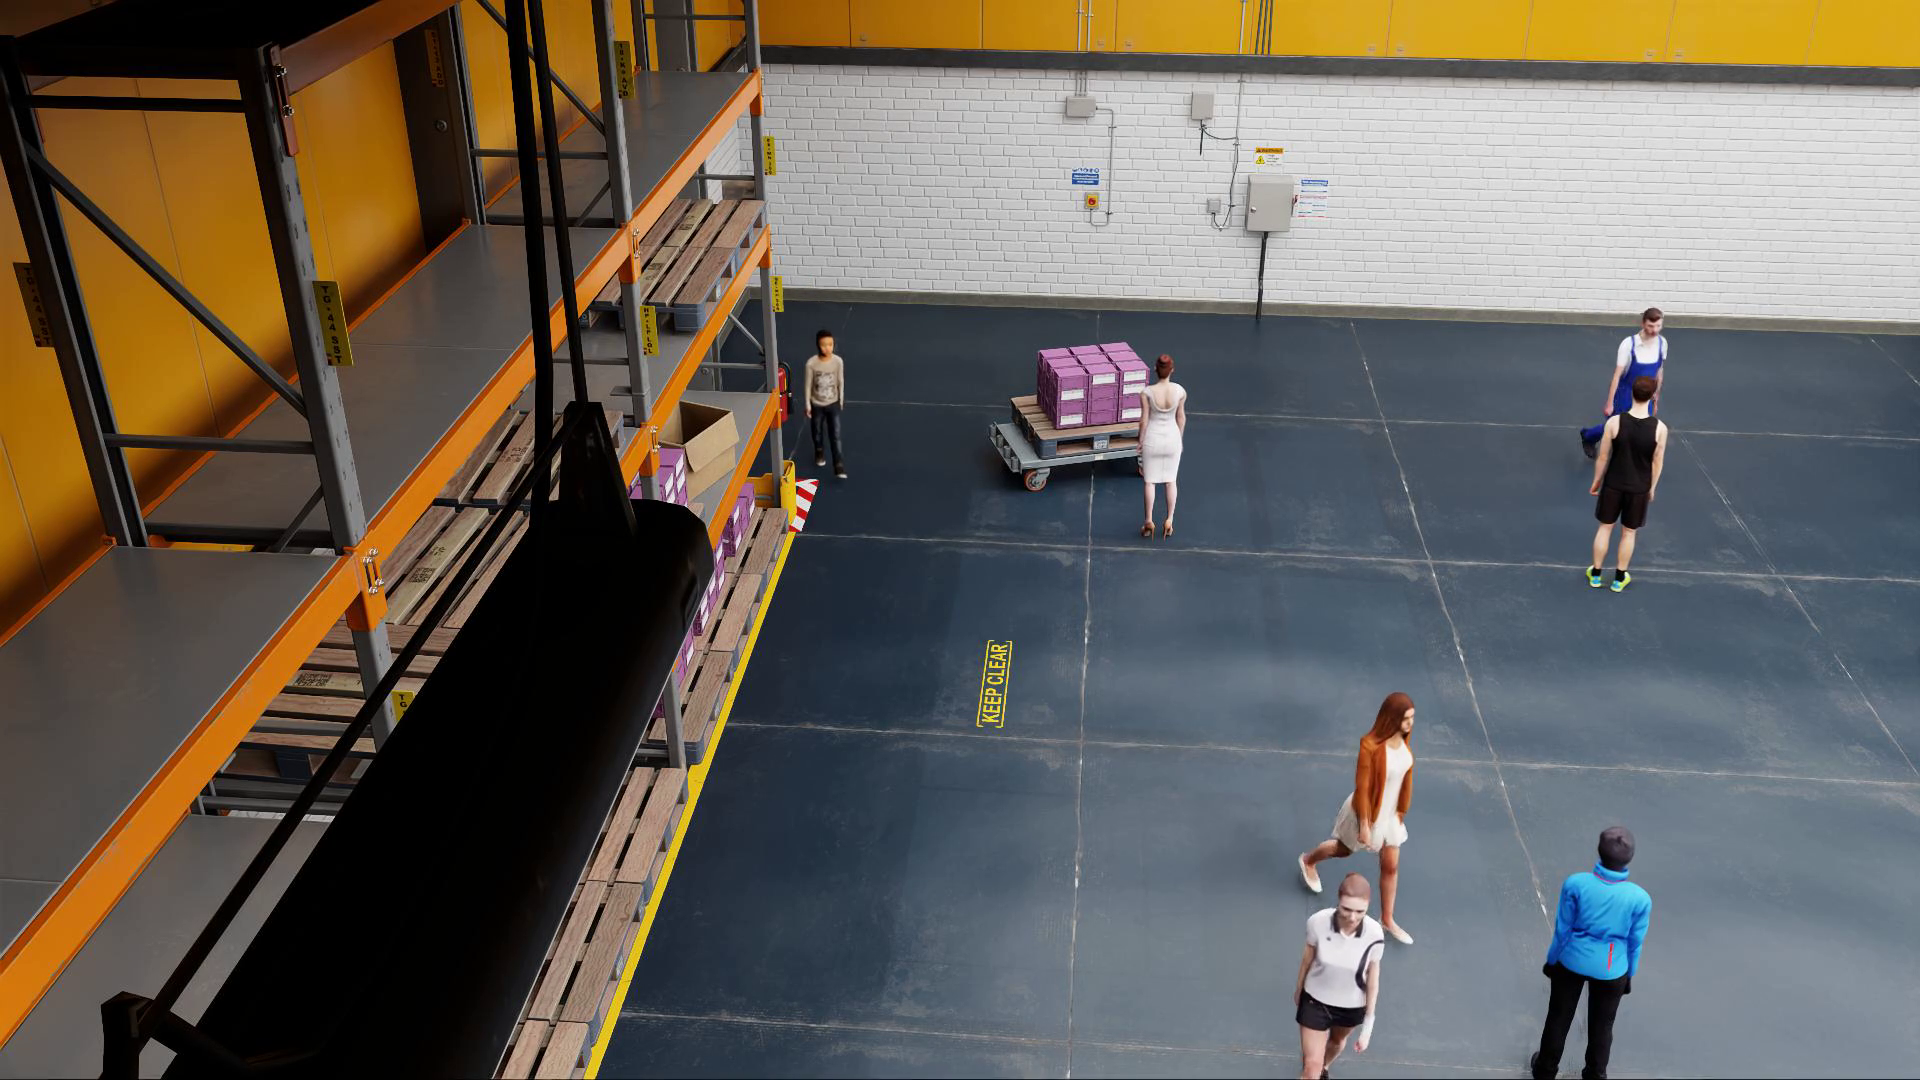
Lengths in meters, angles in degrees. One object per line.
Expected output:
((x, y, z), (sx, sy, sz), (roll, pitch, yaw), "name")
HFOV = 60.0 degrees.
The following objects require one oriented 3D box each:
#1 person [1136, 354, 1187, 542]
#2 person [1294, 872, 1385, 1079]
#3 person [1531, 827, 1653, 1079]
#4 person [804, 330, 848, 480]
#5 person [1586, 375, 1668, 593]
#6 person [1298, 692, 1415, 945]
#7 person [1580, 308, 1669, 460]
((1.770, -0.824, 14.671), (0.592, 1.791, 0.507), (-1, 29, -1), "person")
((2.002, 2.409, 8.836), (0.622, 1.702, 1.135), (6, 29, 10), "person")
((3.390, 2.294, 8.949), (0.662, 1.797, 0.610), (10, 30, 17), "person")
((-1.325, -1.337, 15.987), (0.779, 1.431, 1.042), (-7, 29, -13), "person")
((5.570, -0.460, 13.905), (0.748, 1.885, 0.718), (13, 31, 22), "person")
((2.475, 1.635, 10.271), (1.020, 1.687, 1.187), (-16, 32, -26), "person")
((6.271, -1.369, 15.645), (0.830, 1.815, 1.244), (-4, 29, -7), "person")
